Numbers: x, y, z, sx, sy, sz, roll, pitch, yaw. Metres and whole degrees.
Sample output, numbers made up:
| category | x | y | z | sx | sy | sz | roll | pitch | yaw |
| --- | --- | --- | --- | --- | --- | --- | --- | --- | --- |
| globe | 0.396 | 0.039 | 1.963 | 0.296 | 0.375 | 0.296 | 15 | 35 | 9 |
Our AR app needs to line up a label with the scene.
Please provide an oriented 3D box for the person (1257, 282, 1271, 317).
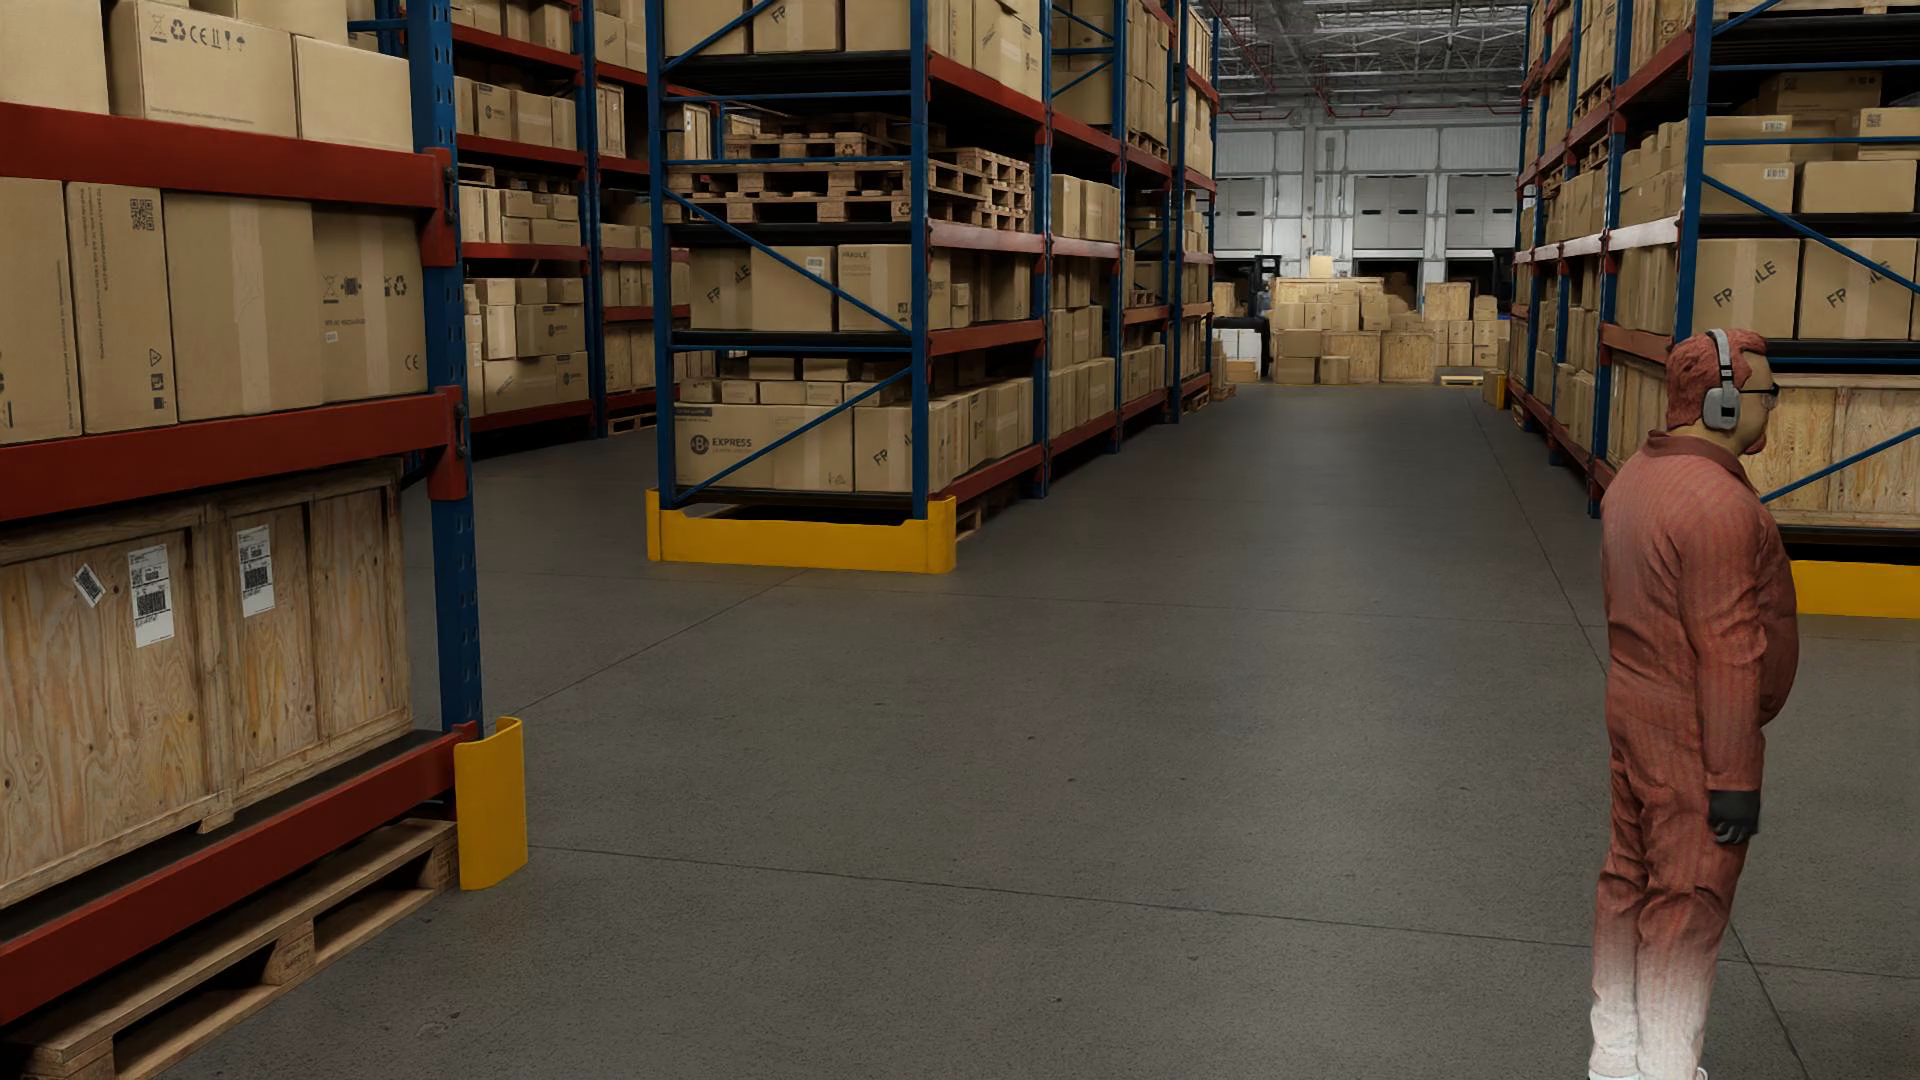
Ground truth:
| category | x | y | z | sx | sy | sz | roll | pitch | yaw |
| --- | --- | --- | --- | --- | --- | --- | --- | --- | --- |
| person | 9.971 | -7.474 | 54.322 | 0.633 | 1.918 | 0.779 | -2 | 9 | -12 |

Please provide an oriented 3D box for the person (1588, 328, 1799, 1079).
| category | x | y | z | sx | sy | sz | roll | pitch | yaw |
| --- | --- | --- | --- | --- | --- | --- | --- | --- | --- |
| person | 1.723 | 0.466 | 3.894 | 0.407 | 1.910 | 0.638 | 0 | 9 | 2 |

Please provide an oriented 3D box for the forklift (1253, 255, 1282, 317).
| category | x | y | z | sx | sy | sz | roll | pitch | yaw |
| --- | --- | --- | --- | --- | --- | --- | --- | --- | --- |
| forklift | 10.632 | -8.462 | 57.531 | 1.129 | 2.768 | 1.873 | -4 | 10 | -24 |

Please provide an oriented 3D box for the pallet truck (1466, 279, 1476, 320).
| category | x | y | z | sx | sy | sz | roll | pitch | yaw |
| --- | --- | --- | --- | --- | --- | --- | --- | --- | --- |
| pallet truck | 18.896 | -8.459 | 60.307 | 1.885 | 1.965 | 0.823 | 5 | 10 | 31 |

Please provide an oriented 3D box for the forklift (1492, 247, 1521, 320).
| category | x | y | z | sx | sy | sz | roll | pitch | yaw |
| --- | --- | --- | --- | --- | --- | --- | --- | --- | --- |
| forklift | 14.408 | -6.284 | 43.693 | 1.873 | 2.768 | 1.129 | -8 | 12 | -41 |
